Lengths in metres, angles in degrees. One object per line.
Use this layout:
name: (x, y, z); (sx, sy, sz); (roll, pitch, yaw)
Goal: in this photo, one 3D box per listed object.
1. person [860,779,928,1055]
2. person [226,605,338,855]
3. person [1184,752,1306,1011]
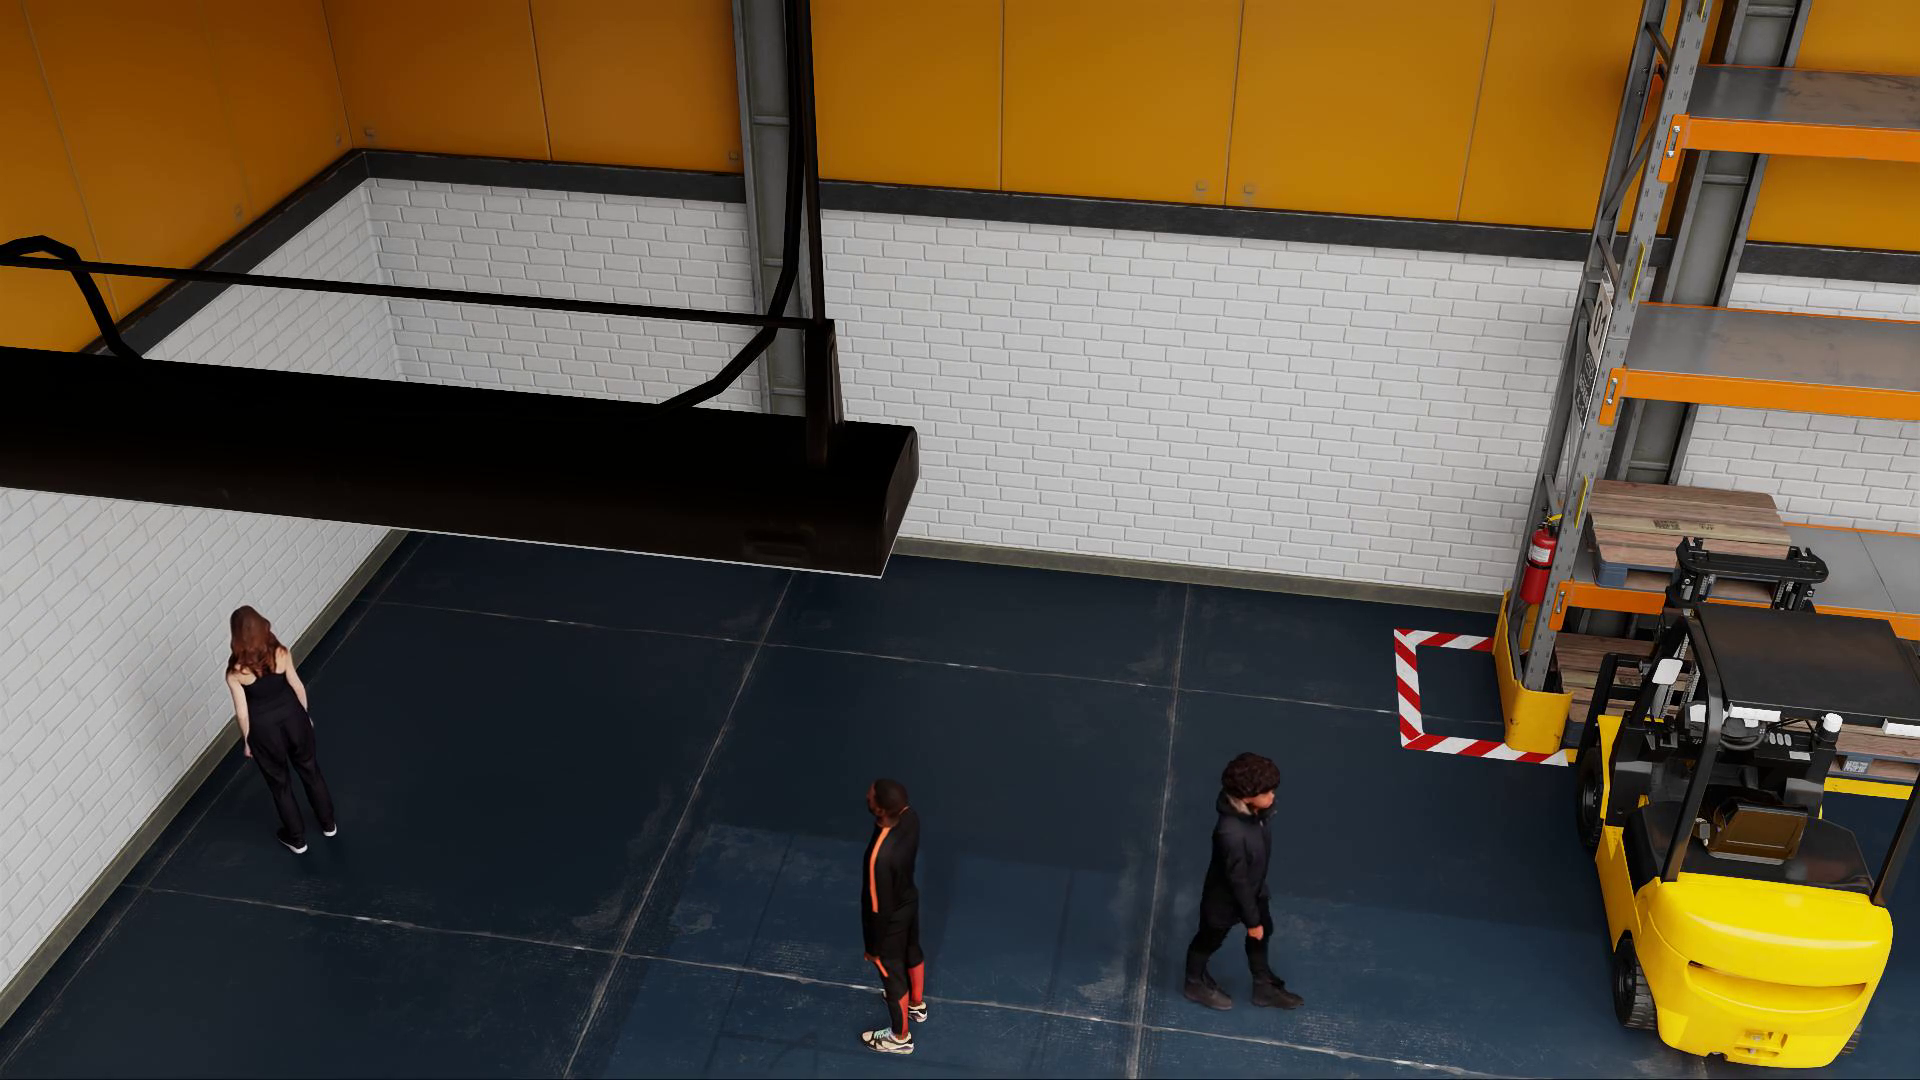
person: (-0.345, 1.935, 8.630); (0.619, 1.808, 0.667); (14, 36, 19)
person: (-4.061, 1.123, 9.907); (0.662, 1.747, 0.697); (-27, 42, -35)
person: (1.373, 1.833, 8.832); (0.967, 1.754, 0.794); (18, 38, 25)
